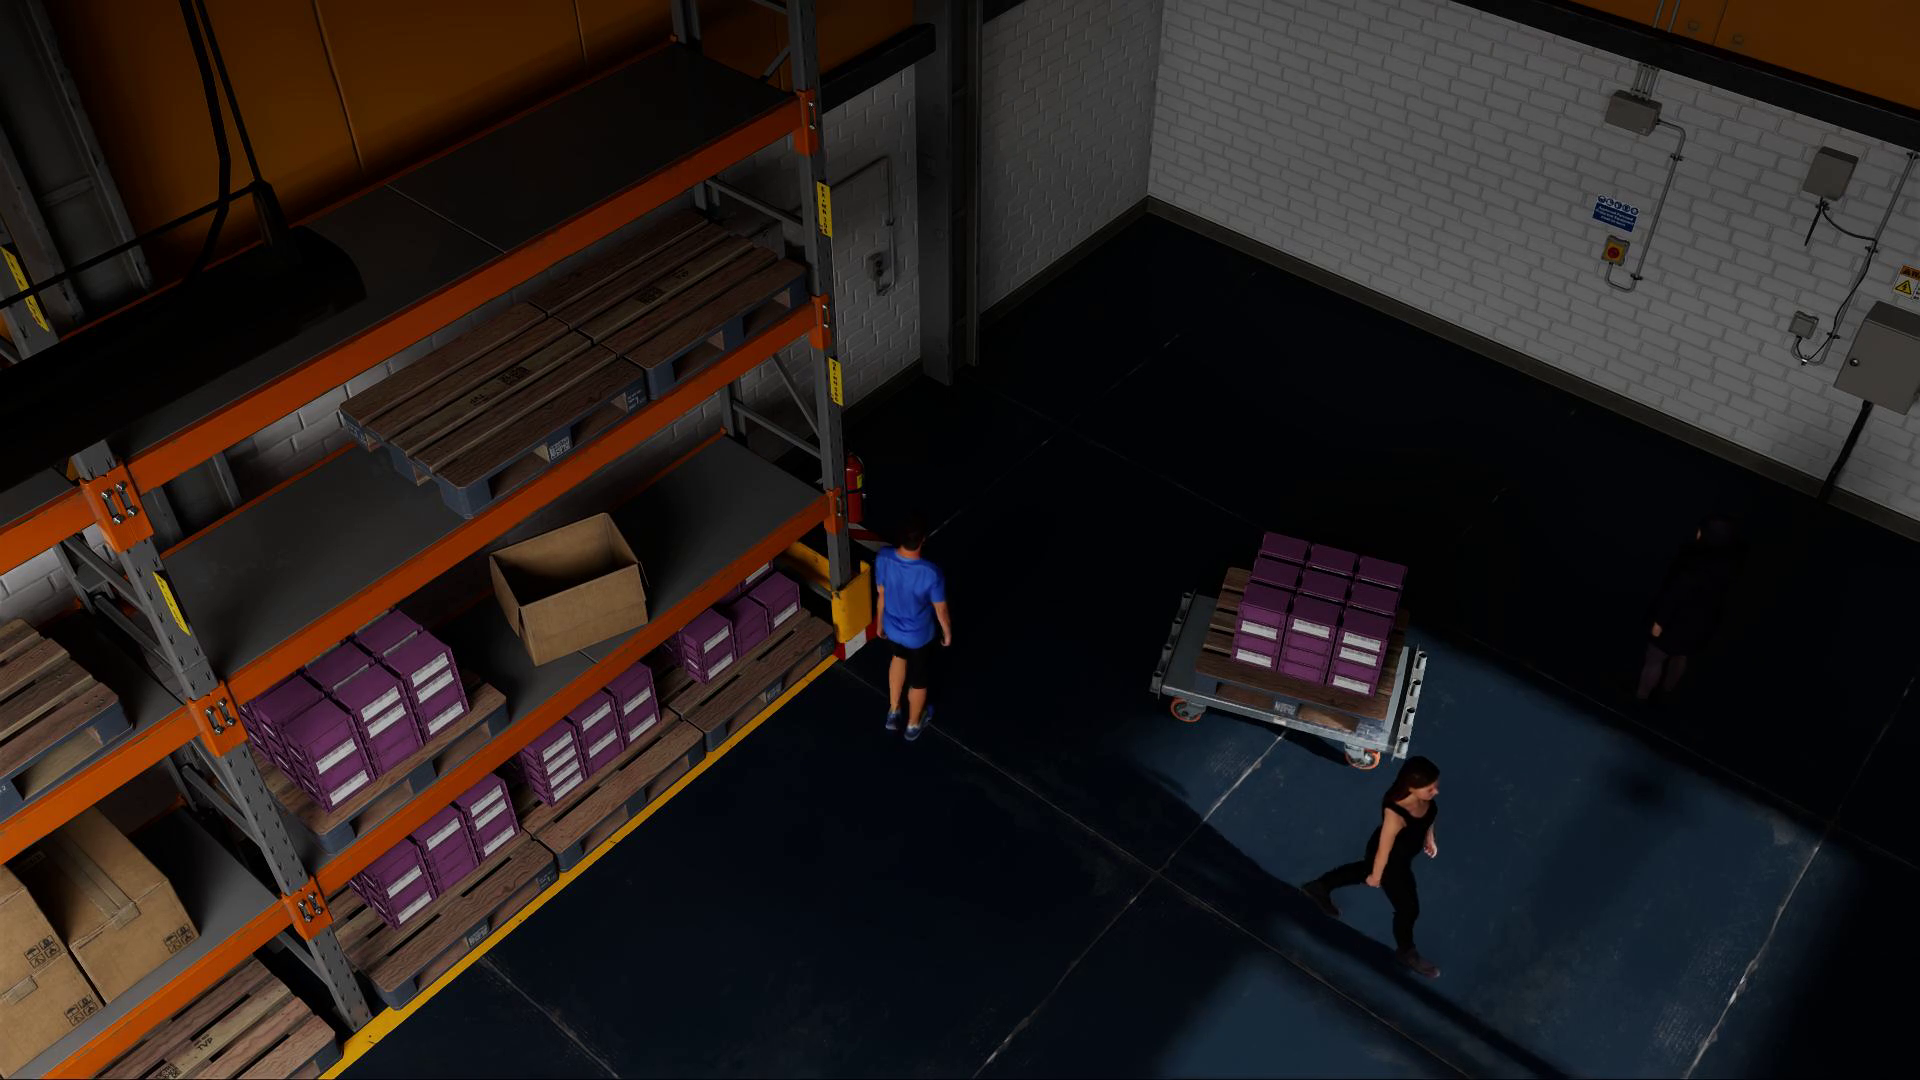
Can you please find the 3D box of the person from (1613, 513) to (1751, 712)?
[{"bbox_3d":[4.603,0.471,10.481,0.724,1.676,0.832,-21,47,-20],"label":"person"}]

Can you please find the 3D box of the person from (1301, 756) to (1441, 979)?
[{"bbox_3d":[2.330,1.703,9.204,0.755,1.654,1.088,24,49,23],"label":"person"}]

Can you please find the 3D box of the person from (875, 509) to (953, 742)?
[{"bbox_3d":[-0.348,0.606,10.211,0.708,1.853,0.750,17,46,17],"label":"person"}]
